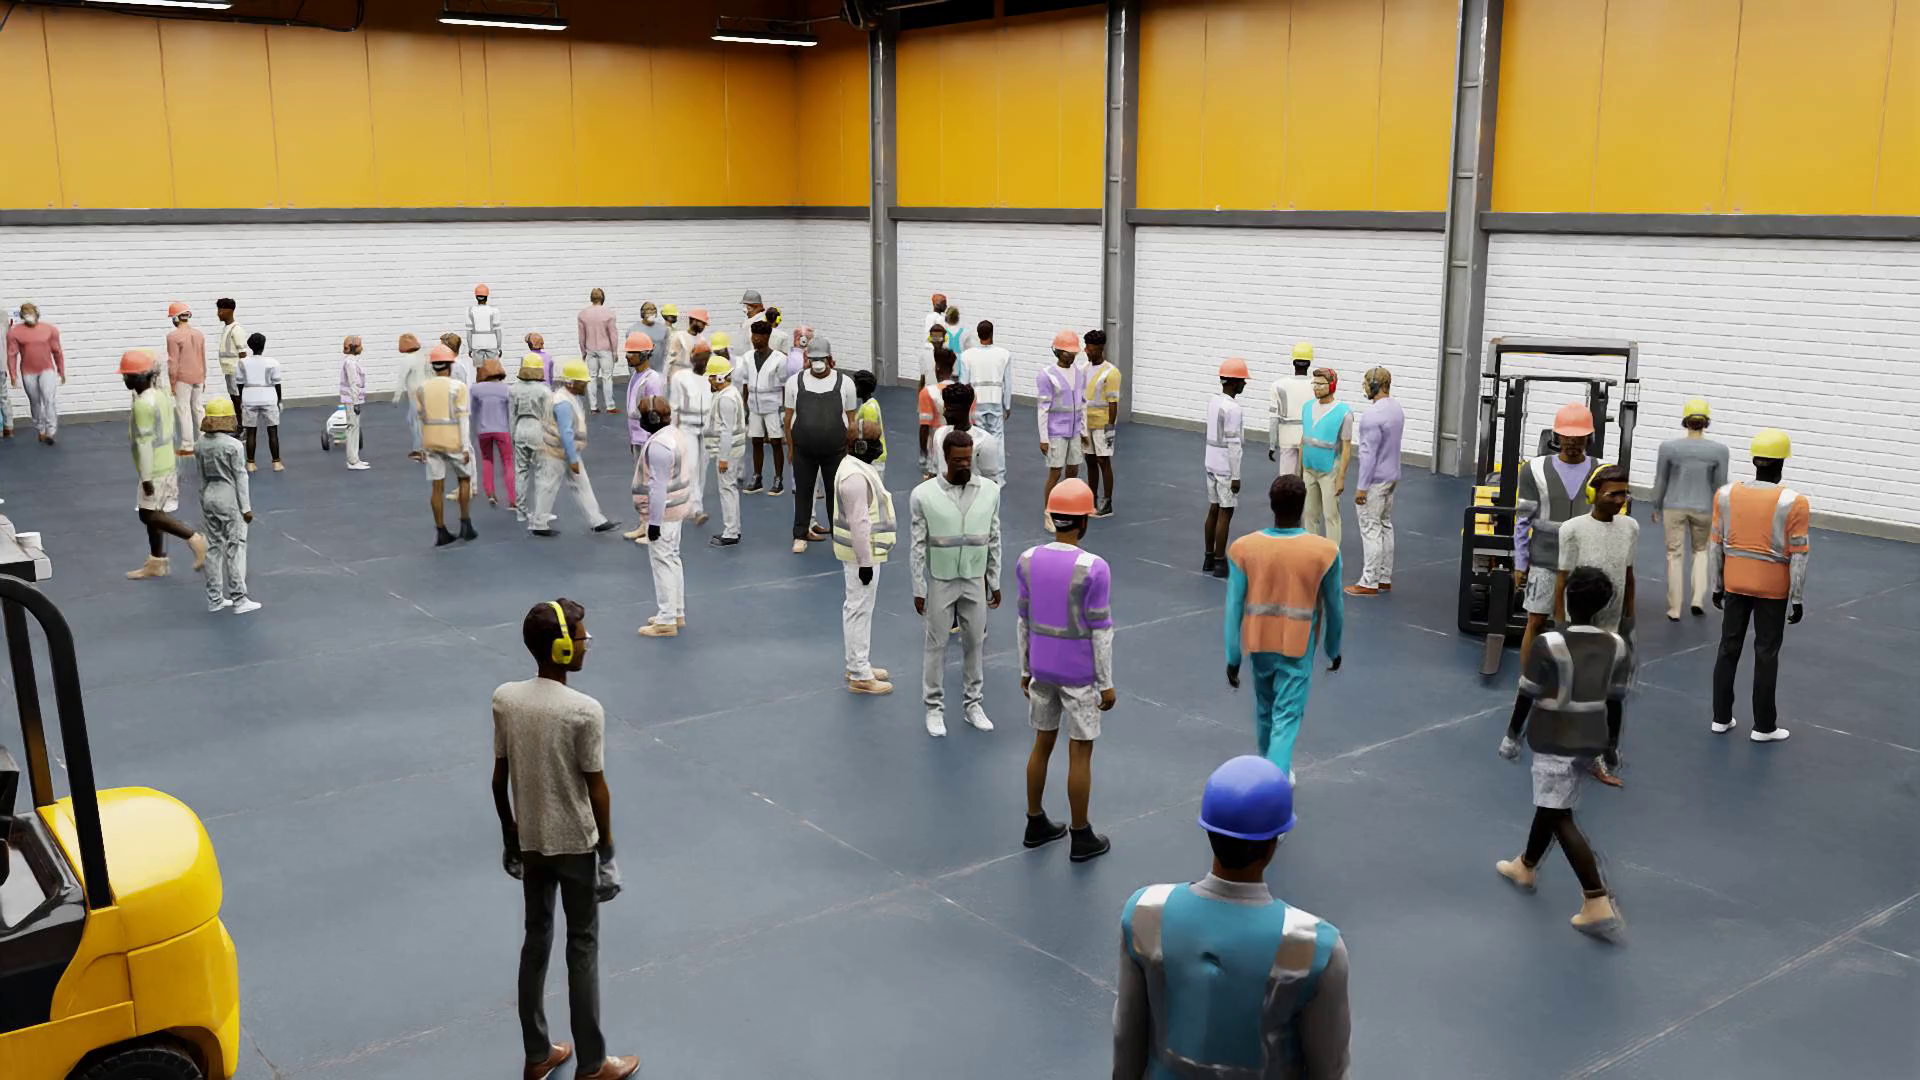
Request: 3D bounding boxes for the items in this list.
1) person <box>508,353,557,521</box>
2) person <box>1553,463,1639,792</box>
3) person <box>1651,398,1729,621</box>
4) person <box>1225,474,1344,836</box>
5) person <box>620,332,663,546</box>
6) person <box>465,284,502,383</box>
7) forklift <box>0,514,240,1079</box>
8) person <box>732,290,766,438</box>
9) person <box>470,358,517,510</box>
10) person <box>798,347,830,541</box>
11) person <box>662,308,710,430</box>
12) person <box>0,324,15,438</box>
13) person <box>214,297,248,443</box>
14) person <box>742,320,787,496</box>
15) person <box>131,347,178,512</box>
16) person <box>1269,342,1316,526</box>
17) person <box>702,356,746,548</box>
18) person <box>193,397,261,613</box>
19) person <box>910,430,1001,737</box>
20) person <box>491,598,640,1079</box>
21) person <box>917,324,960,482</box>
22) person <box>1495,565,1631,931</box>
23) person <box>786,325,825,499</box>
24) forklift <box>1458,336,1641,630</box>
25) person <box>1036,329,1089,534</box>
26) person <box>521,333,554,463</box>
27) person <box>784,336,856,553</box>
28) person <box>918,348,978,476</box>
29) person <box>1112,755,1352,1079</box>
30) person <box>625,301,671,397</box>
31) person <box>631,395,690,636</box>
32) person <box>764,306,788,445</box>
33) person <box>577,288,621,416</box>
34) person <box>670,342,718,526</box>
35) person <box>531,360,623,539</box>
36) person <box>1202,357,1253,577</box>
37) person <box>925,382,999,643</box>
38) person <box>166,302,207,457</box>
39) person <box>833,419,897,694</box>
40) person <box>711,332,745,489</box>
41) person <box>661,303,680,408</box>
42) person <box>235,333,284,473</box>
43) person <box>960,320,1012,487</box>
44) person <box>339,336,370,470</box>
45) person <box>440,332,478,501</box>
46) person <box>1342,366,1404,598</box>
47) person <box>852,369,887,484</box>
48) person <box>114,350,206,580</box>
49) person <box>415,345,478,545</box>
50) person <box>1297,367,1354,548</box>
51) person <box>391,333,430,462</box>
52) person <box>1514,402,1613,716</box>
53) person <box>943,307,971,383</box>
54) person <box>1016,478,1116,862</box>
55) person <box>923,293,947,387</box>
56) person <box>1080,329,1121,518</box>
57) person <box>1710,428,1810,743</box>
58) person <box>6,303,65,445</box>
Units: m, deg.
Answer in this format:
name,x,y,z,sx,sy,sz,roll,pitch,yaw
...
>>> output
name,x,y,z,sx,sy,sz,roll,pitch,yaw
person,-4.369,-1.048,17.049,0.490,1.732,0.327,3,12,15
person,3.565,0.484,9.339,0.523,1.862,0.343,-3,12,-15
person,5.720,-0.237,13.081,0.525,1.752,0.455,3,12,16
person,1.698,0.587,8.830,0.585,1.876,1.037,6,13,26
person,-3.028,-0.963,15.882,0.375,2.044,0.605,-6,13,-29
person,-7.522,-3.073,26.326,0.542,1.939,0.359,-2,12,-9
forklift,-3.687,1.115,5.480,2.313,2.155,1.214,-9,15,-36
person,-2.887,-2.439,23.015,0.536,2.000,0.676,-5,13,-24
person,-4.947,-1.130,17.720,0.553,1.610,0.412,-1,12,-5
person,-1.427,-0.943,16.150,0.397,1.900,0.649,1,12,4
person,-3.500,-2.045,21.512,0.776,1.872,0.632,9,15,38
person,-13.281,-2.332,22.729,0.408,1.942,0.615,2,12,12
person,-9.827,-2.297,22.508,0.361,1.963,0.613,-9,15,-38
person,-2.167,-1.472,18.532,0.608,1.963,0.372,6,13,26
person,-8.529,-1.158,17.547,0.484,1.745,0.297,3,12,15
person,3.274,-0.946,16.079,0.588,1.927,0.369,1,12,5
person,-2.241,-0.841,15.849,0.403,1.817,0.601,-1,12,-6
person,-5.881,-0.279,13.332,0.482,1.734,0.332,5,13,23
person,-0.029,0.256,10.321,0.589,1.911,0.390,-4,12,-20
person,-1.486,1.137,6.176,0.516,1.865,0.325,5,13,25
person,-0.245,-1.586,19.341,0.515,1.861,0.321,3,12,15
person,2.814,0.933,7.670,0.532,1.653,0.848,-5,13,-24
person,-1.714,-1.417,18.406,0.411,1.908,0.643,-3,12,-13
forklift,4.683,-0.471,13.136,1.214,2.155,2.313,4,12,20
person,1.037,-1.064,16.410,0.612,2.030,0.404,-10,15,-39
person,-5.282,-1.781,20.834,0.319,1.631,0.524,7,14,31
person,-1.302,-0.884,15.506,0.673,2.000,0.536,-1,12,-3
person,-0.072,-0.815,15.528,0.618,1.914,0.713,-9,15,-37
person,0.690,1.493,4.249,0.609,1.946,0.405,6,13,26
person,-4.153,-2.229,22.281,0.634,1.930,0.384,-9,15,-36
person,-2.275,-0.190,12.678,0.429,1.831,0.635,0,12,0
person,-2.509,-2.186,22.249,0.523,1.858,0.337,4,12,18
person,-5.483,-2.858,25.285,0.628,1.940,0.377,3,12,14
person,-2.622,-1.069,16.876,0.596,1.840,0.973,-5,13,-24
person,-3.750,-0.862,16.072,0.937,1.760,0.601,0,12,0
person,2.349,-0.635,14.578,0.388,1.930,0.544,-2,12,-12
person,0.016,-0.208,12.429,0.608,1.962,0.374,10,16,41
person,-9.910,-2.054,21.310,0.406,1.981,0.624,3,12,15
person,-0.641,0.103,11.222,0.429,1.845,0.621,-1,12,-5
person,-2.675,-1.473,18.947,0.595,1.797,0.656,1,12,4
person,-4.217,-2.565,24.289,0.319,1.767,0.534,3,12,13
person,-8.441,-1.651,20.072,0.537,1.688,0.322,-2,12,-10
person,0.296,-1.541,18.989,0.588,1.915,0.398,-1,12,-4
person,-7.409,-1.677,20.339,0.318,1.630,0.513,-5,13,-21
person,-5.504,-1.349,18.225,0.326,1.843,0.515,0,12,0
person,3.468,-0.483,13.855,0.383,1.929,0.635,8,14,34
person,-0.864,-0.782,15.880,0.322,1.686,0.536,-1,12,-7
person,-6.914,-0.639,14.390,0.677,2.024,0.606,-3,12,-13
person,-4.945,-0.916,16.005,0.548,1.898,0.627,1,12,6
person,3.183,-0.590,14.556,0.390,1.846,0.565,-8,14,-34
person,-6.886,-1.782,20.888,0.601,1.609,0.527,2,12,8
person,3.838,0.138,10.562,0.610,2.042,0.396,2,12,11
person,-0.091,-2.346,23.160,0.521,1.798,0.991,-2,12,-9
person,0.543,0.645,8.404,0.550,1.929,0.386,10,16,41
person,-0.344,-2.715,24.729,0.357,1.884,0.574,-6,13,-28
person,1.423,-1.215,17.309,0.380,1.958,0.604,-7,13,-29
person,4.872,0.277,10.167,0.361,1.930,0.585,-10,15,-39
person,-12.370,-2.216,22.281,0.656,1.892,0.994,-6,13,-26
